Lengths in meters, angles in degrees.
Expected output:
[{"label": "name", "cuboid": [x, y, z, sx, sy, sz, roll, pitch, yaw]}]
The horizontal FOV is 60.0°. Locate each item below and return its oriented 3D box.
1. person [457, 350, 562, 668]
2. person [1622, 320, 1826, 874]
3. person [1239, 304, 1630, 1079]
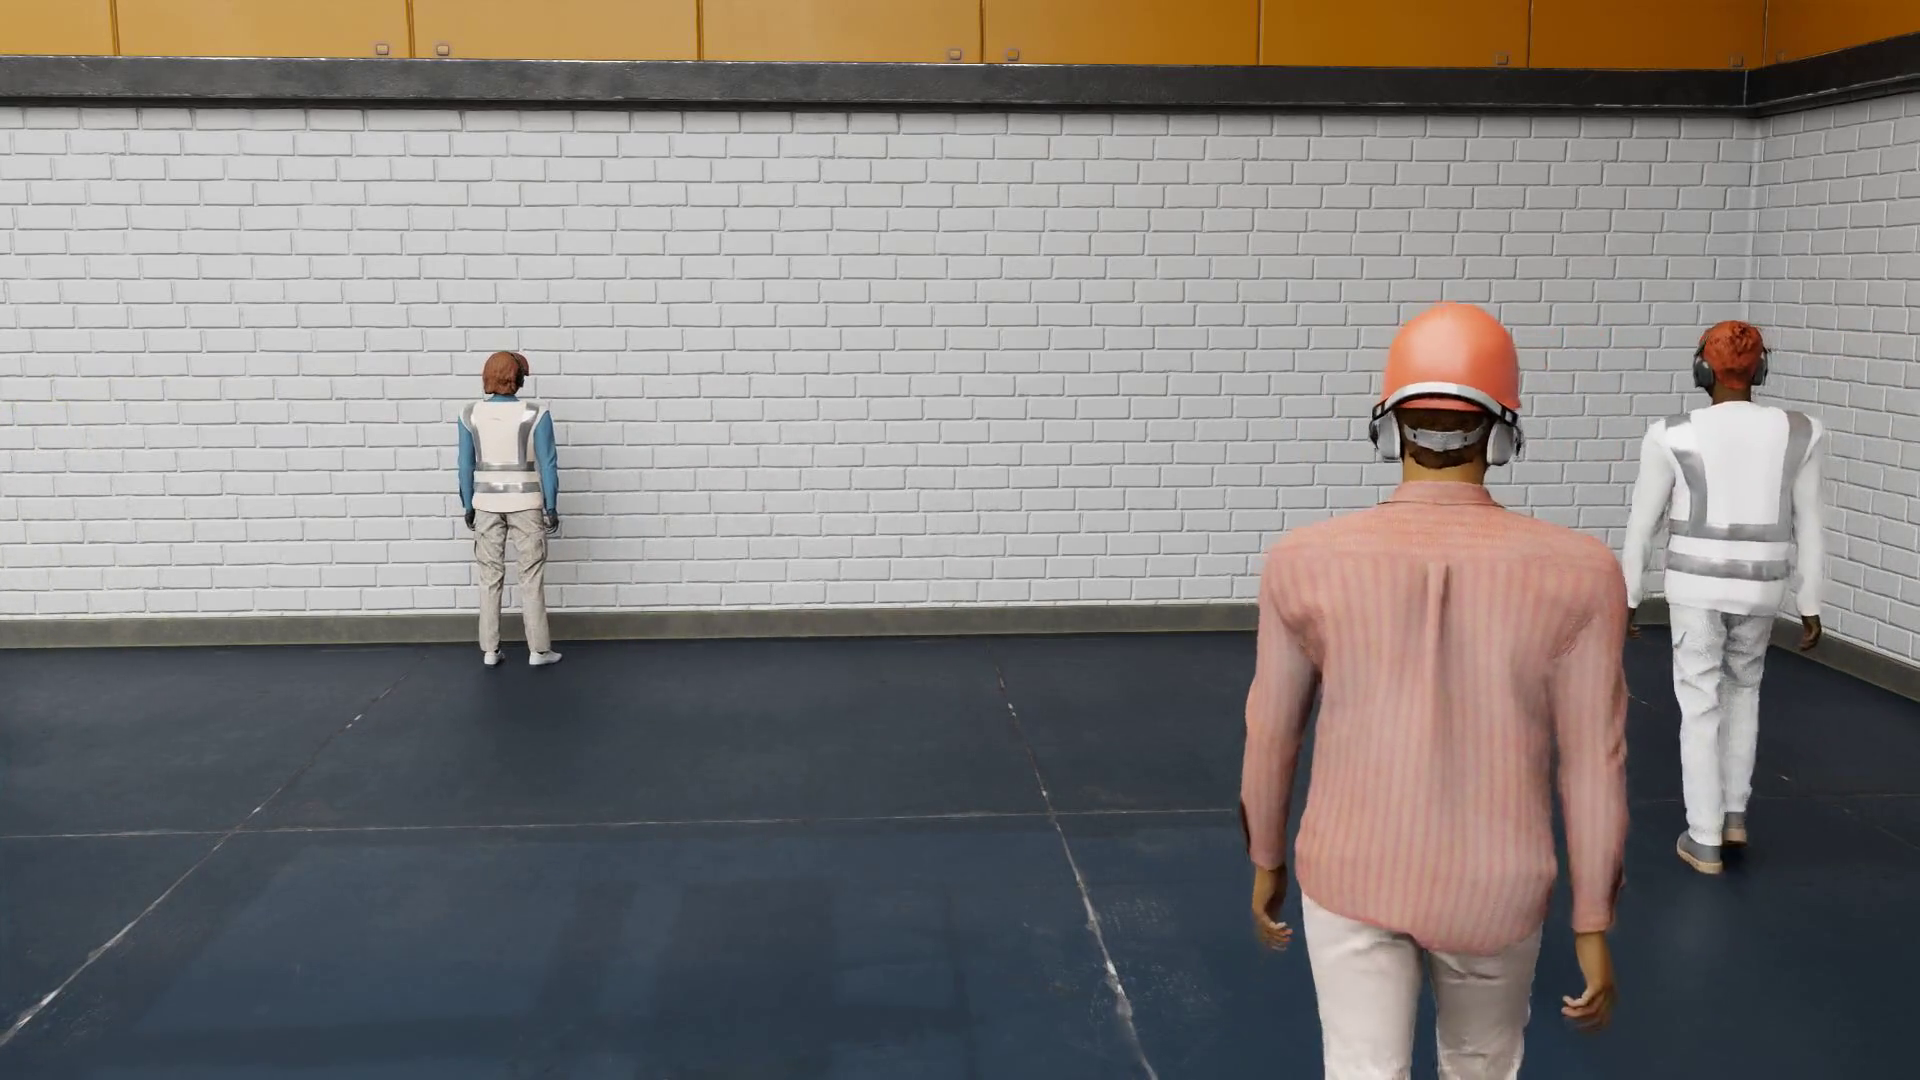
[{"label": "person", "cuboid": [-2.317, -0.151, 8.561, 0.517, 1.639, 0.313, 1, 9, 6]}, {"label": "person", "cuboid": [2.591, 0.186, 5.717, 0.623, 1.865, 0.562, 1, 9, 8]}, {"label": "person", "cuboid": [0.842, 0.568, 3.019, 0.647, 1.960, 0.905, 3, 9, 16]}]
